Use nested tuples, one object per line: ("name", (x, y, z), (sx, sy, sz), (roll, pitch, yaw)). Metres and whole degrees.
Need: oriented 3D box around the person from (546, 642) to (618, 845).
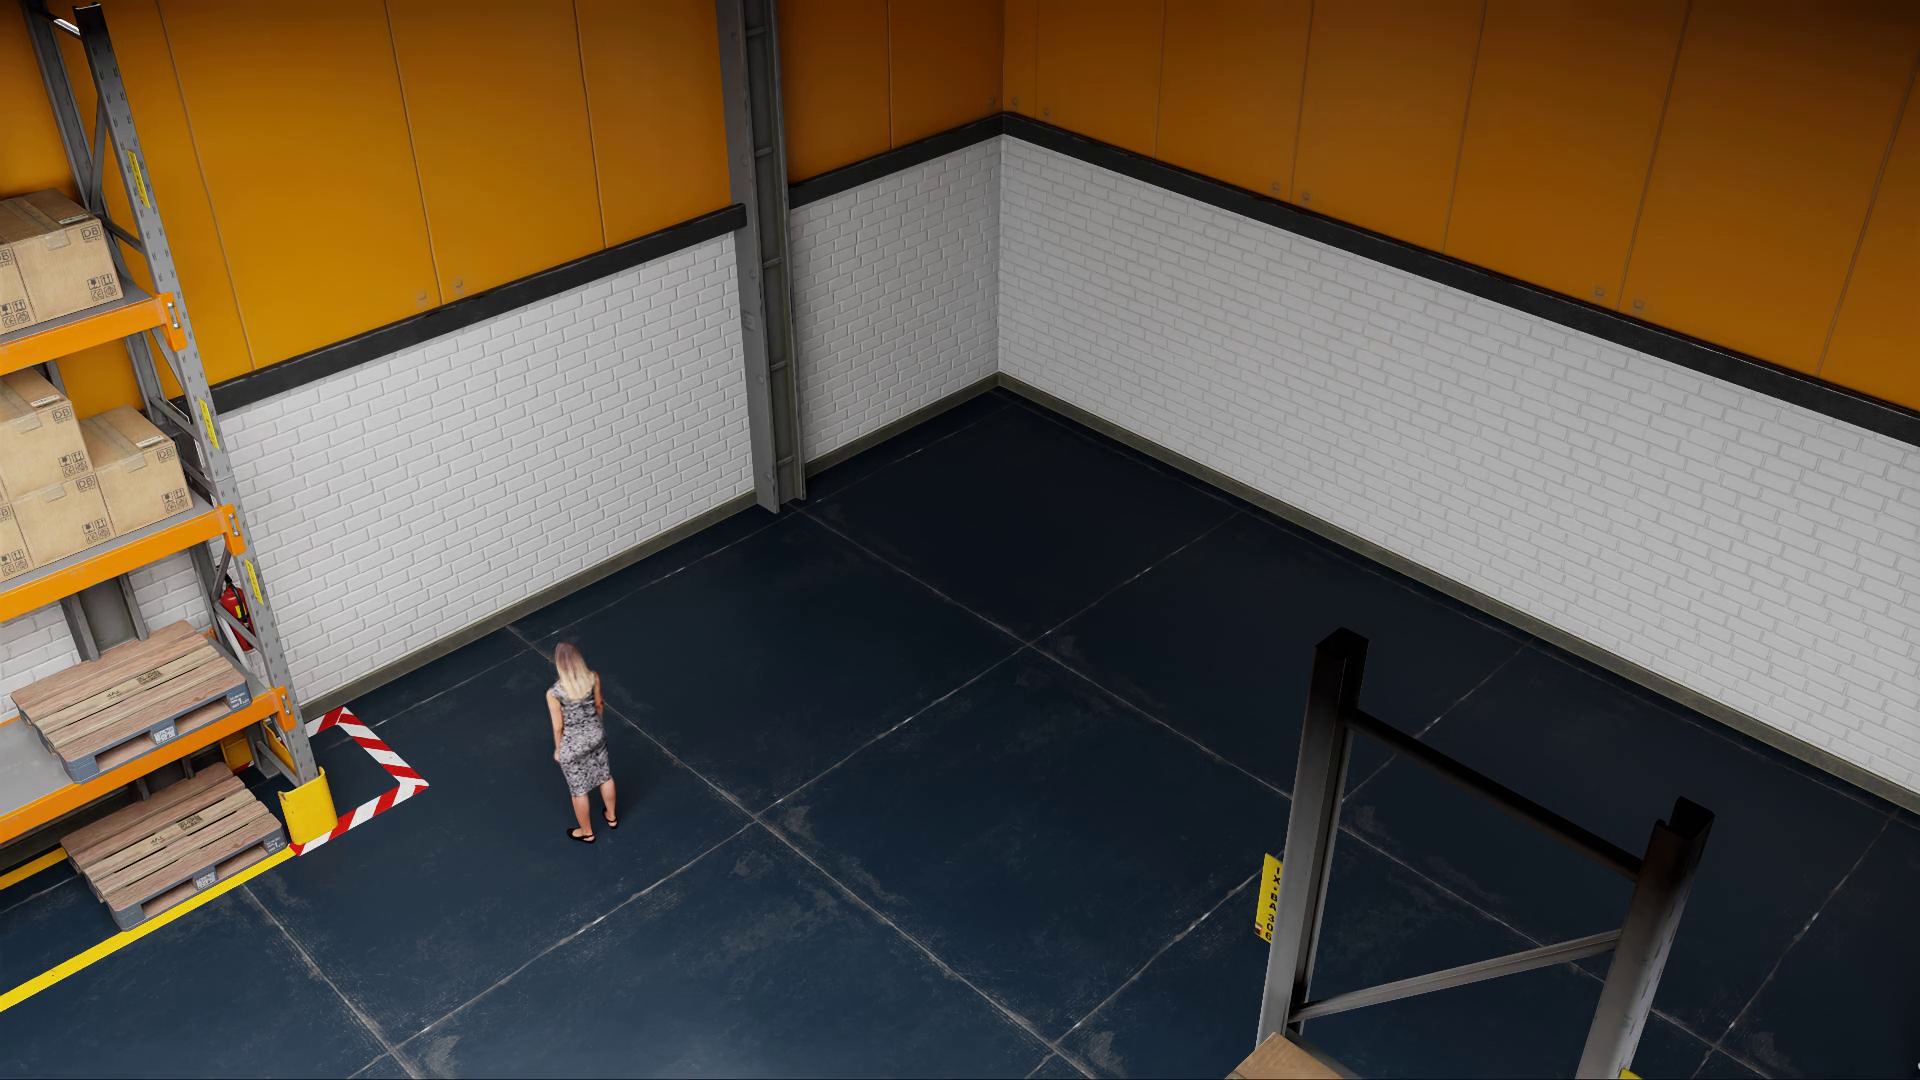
("person", (-2.678, 1.436, 11.787), (0.430, 1.705, 0.635), (-27, 42, -34))
